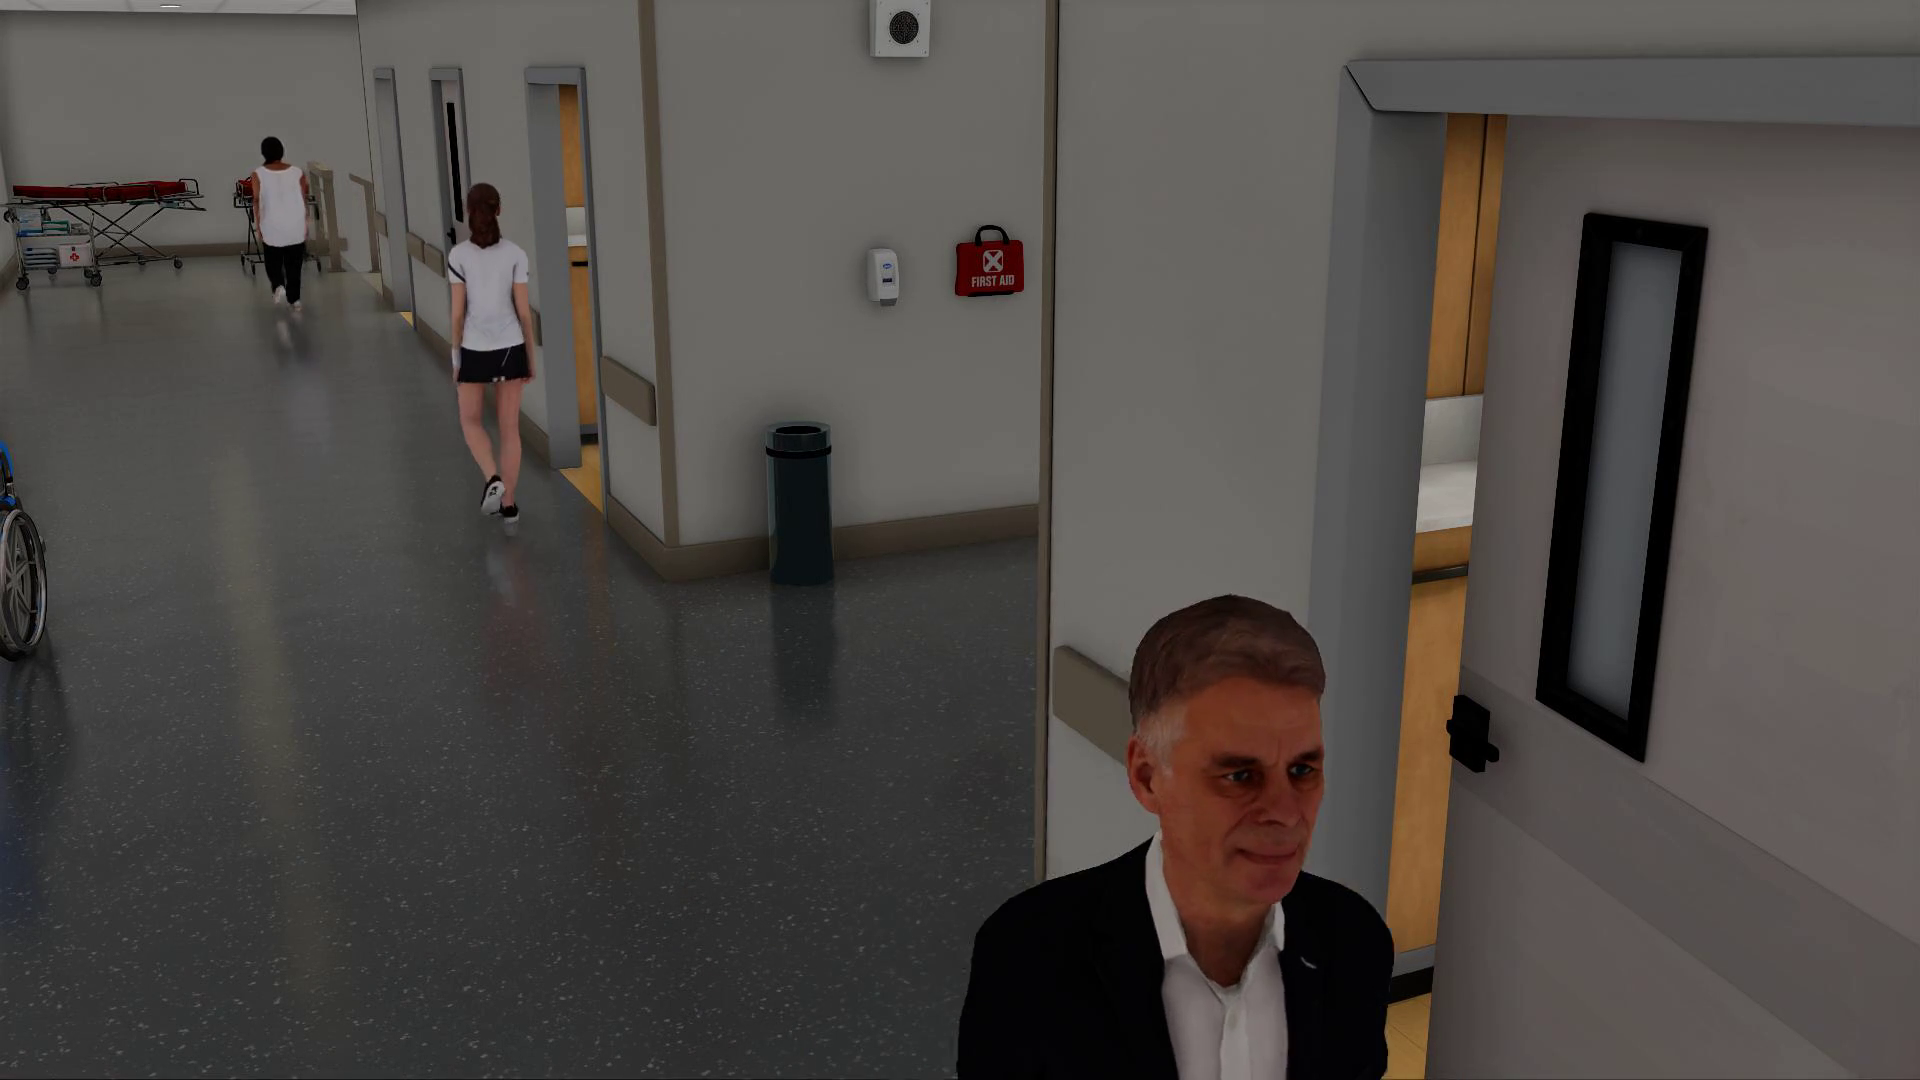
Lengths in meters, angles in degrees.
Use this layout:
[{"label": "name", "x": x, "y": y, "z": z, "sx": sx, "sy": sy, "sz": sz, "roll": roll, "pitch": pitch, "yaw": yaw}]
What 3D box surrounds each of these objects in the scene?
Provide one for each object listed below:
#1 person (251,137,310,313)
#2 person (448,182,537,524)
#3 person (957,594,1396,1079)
[{"label": "person", "x": -6.548, "y": -3.034, "z": 16.094, "sx": 0.661, "sy": 1.675, "sz": 0.738, "roll": -9, "pitch": 18, "yaw": -28}, {"label": "person", "x": -2.365, "y": -0.909, "z": 8.434, "sx": 0.571, "sy": 1.741, "sz": 0.764, "roll": -6, "pitch": 17, "yaw": -22}, {"label": "person", "x": 0.190, "y": 0.919, "z": 1.849, "sx": 0.846, "sy": 1.795, "sz": 1.099, "roll": -3, "pitch": 16, "yaw": -9}]
